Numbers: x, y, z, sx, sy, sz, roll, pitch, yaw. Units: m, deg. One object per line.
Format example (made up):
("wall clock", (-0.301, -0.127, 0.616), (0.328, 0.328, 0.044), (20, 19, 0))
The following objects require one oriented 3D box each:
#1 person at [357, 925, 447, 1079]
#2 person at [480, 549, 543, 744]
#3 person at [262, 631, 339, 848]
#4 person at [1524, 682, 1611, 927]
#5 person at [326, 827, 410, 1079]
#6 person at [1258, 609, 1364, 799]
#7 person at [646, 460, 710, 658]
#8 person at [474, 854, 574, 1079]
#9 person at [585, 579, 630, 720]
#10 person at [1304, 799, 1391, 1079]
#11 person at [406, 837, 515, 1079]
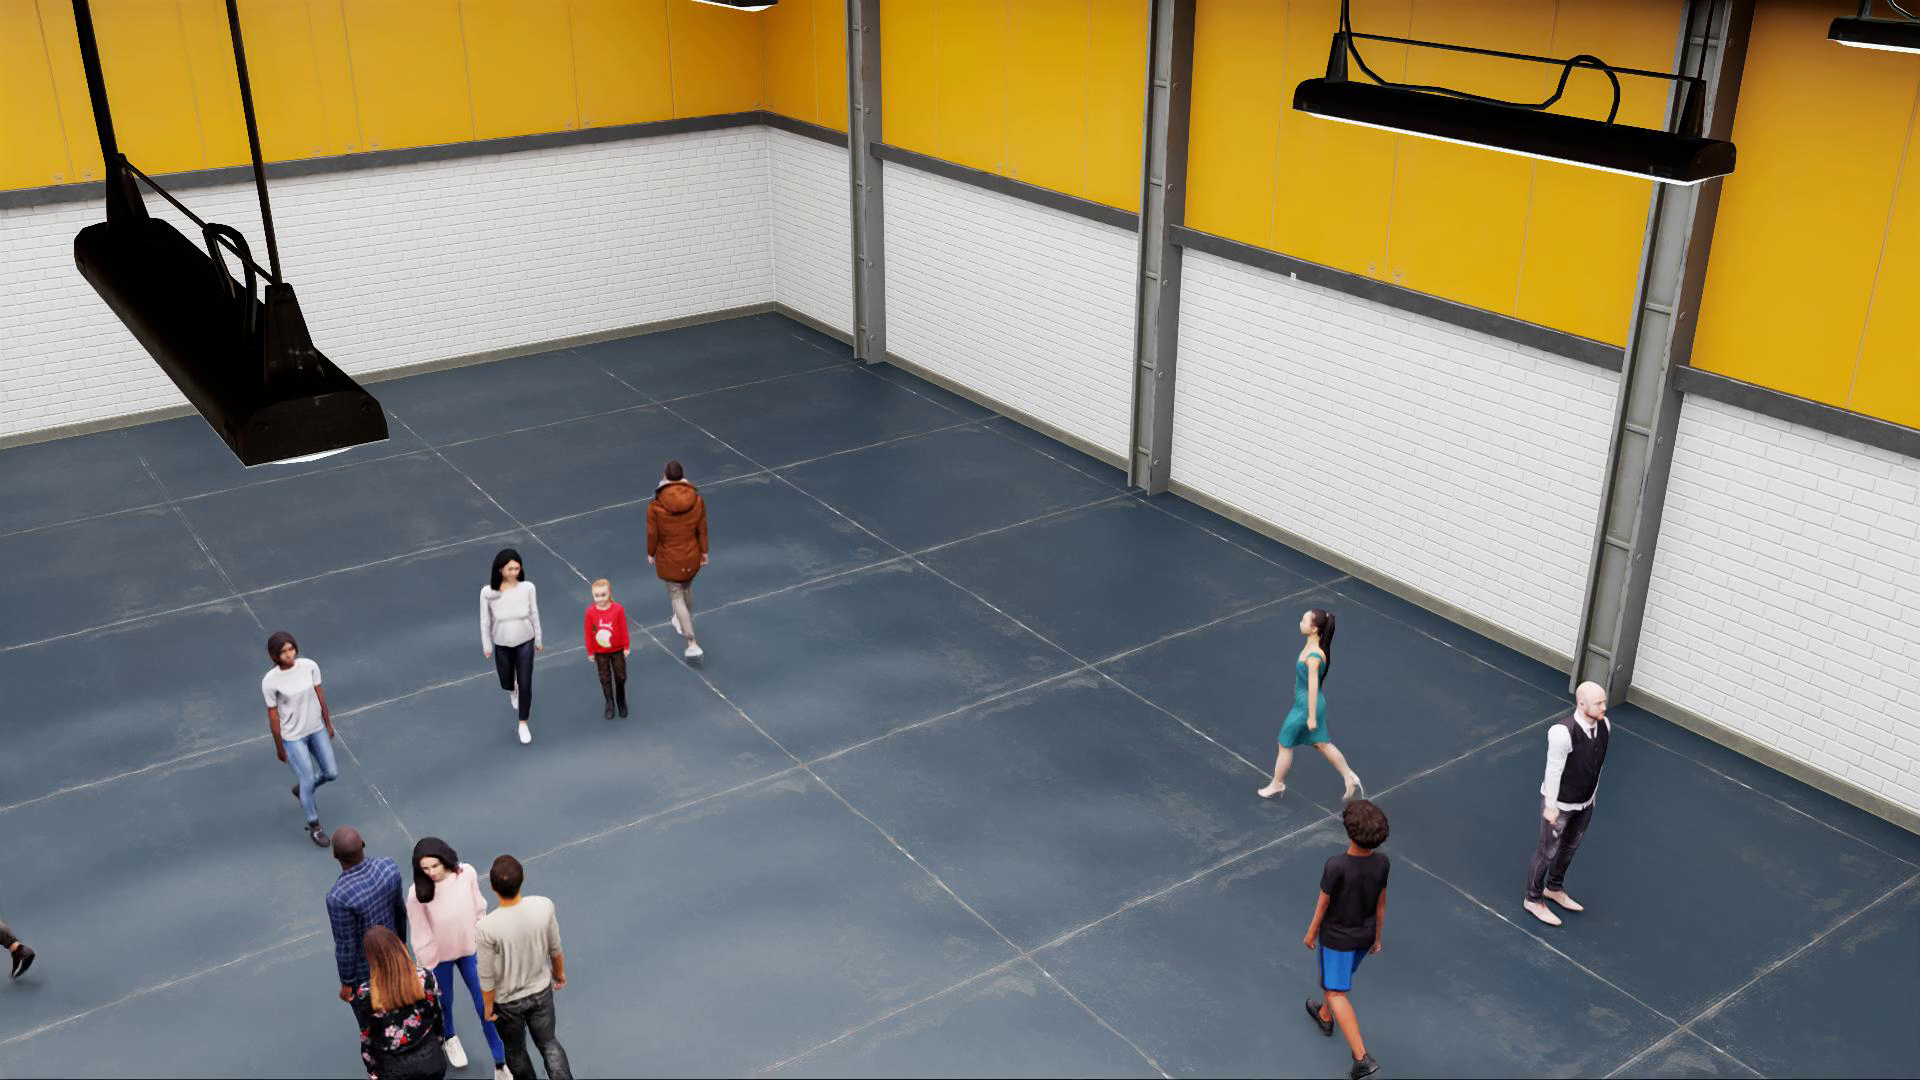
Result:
("person", (-2.983, 2.880, 9.067), (0.656, 1.661, 0.639), (-8, 25, -18))
("person", (-3.697, 0.822, 13.753), (0.778, 1.678, 0.962), (-8, 25, -17))
("person", (-4.904, 1.434, 12.314), (0.845, 1.709, 0.722), (18, 29, 35))
("person", (4.161, 1.777, 11.388), (0.689, 1.823, 0.602), (-13, 27, -28))
("person", (-3.460, 2.469, 9.802), (0.739, 1.825, 0.756), (14, 27, 29))
("person", (2.746, 1.302, 12.681), (1.088, 1.658, 0.974), (7, 24, 15))
("person", (-2.511, 0.209, 15.007), (0.730, 1.798, 1.145), (-13, 27, -28))
("person", (-2.466, 2.621, 9.497), (0.657, 1.792, 0.977), (-17, 29, -34))
("person", (-2.973, 0.900, 14.083), (0.582, 1.272, 0.610), (-4, 24, -9))
("person", (2.360, 2.415, 9.989), (0.805, 1.774, 1.162), (-8, 25, -19))
("person", (-3.074, 2.462, 9.947), (0.639, 1.722, 0.958), (-16, 28, -31))
